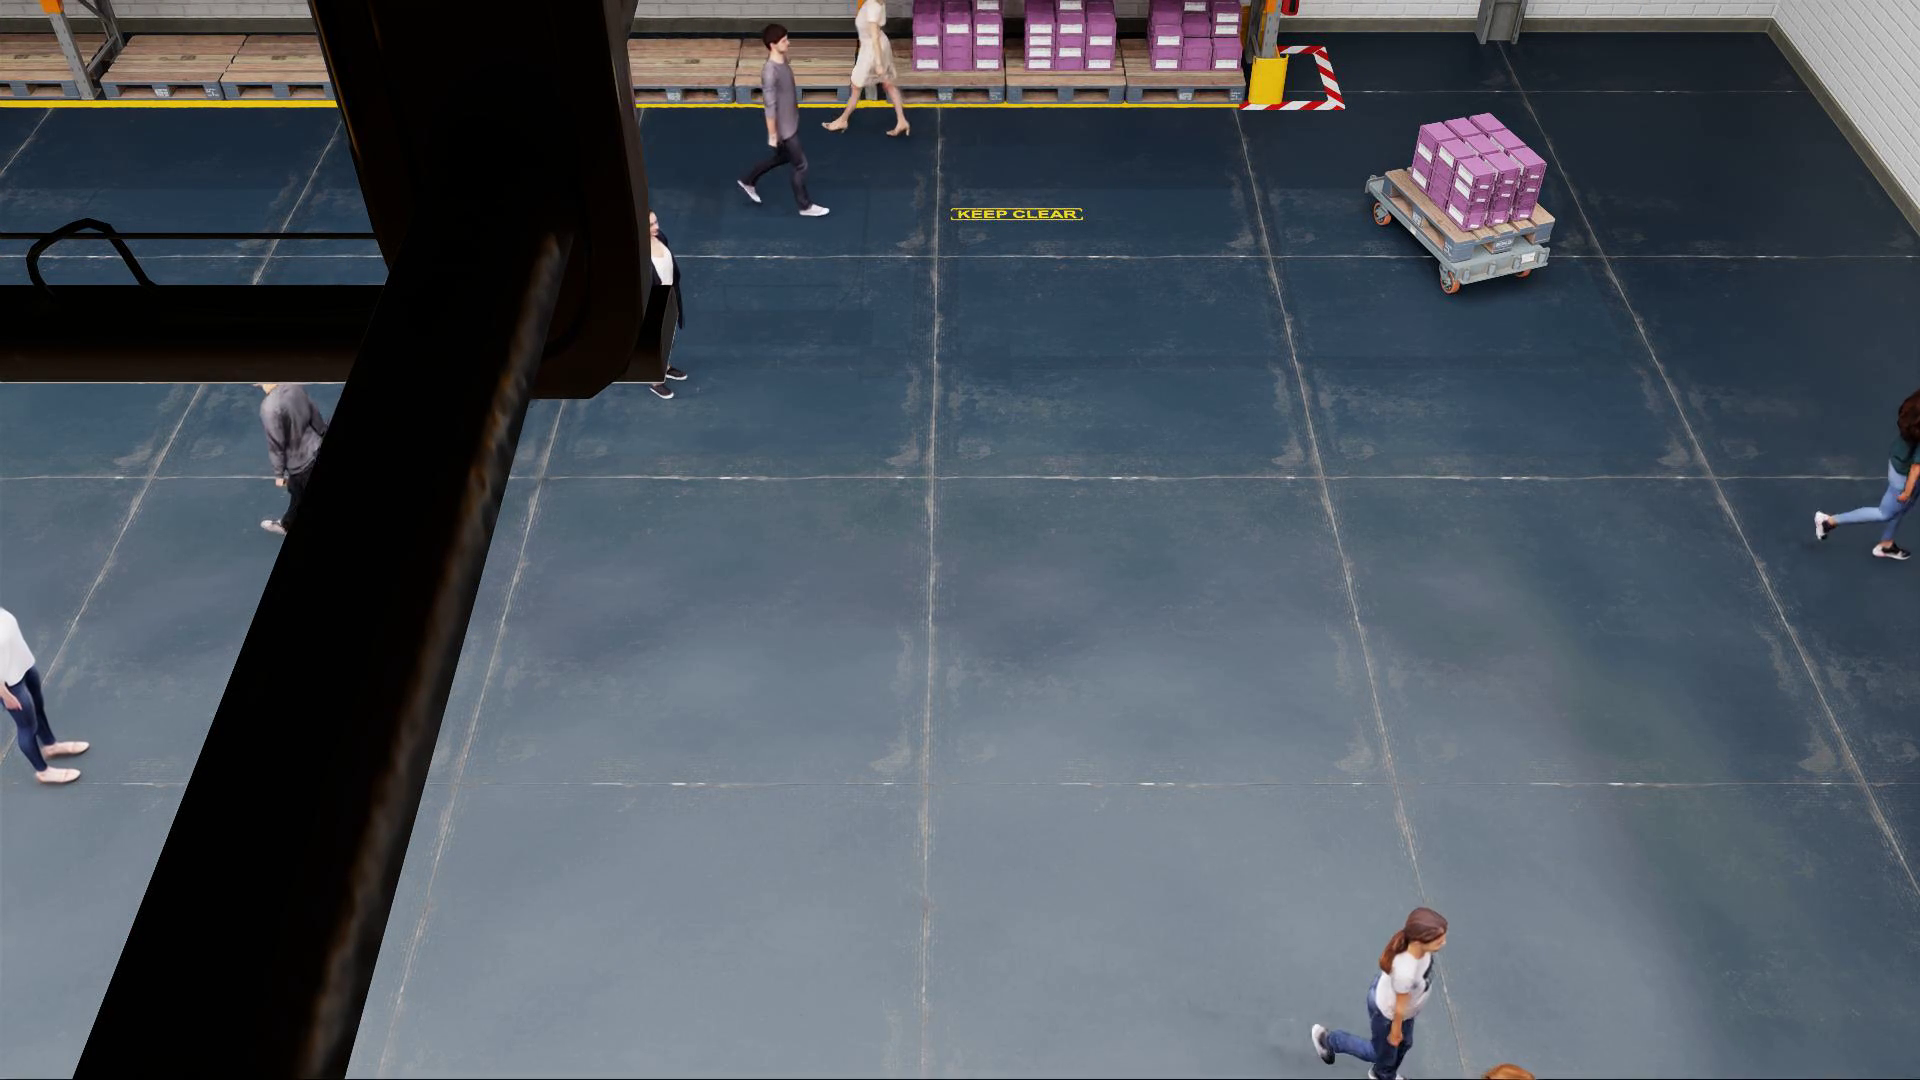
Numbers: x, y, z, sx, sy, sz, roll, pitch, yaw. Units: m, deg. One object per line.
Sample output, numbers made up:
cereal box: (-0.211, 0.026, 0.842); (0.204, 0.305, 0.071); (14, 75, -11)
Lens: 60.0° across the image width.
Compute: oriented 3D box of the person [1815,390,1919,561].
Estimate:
person: (6.543, -0.494, 11.626); (1.026, 1.598, 0.761); (10, 45, 11)

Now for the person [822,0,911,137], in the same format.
person: (-0.717, -4.593, 15.856); (1.092, 1.698, 0.662); (2, 44, 2)

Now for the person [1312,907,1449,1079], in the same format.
person: (2.197, 2.389, 8.635); (0.919, 1.549, 0.776); (22, 48, 22)

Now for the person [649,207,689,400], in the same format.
person: (-2.392, -1.892, 13.032); (0.691, 1.683, 0.706); (15, 46, 15)

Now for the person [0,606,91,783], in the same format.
person: (-5.808, 0.820, 10.146); (0.581, 1.737, 0.598); (-9, 44, -9)

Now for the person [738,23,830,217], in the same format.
person: (-1.663, -3.731, 14.859); (1.113, 1.825, 0.750); (4, 44, 4)
